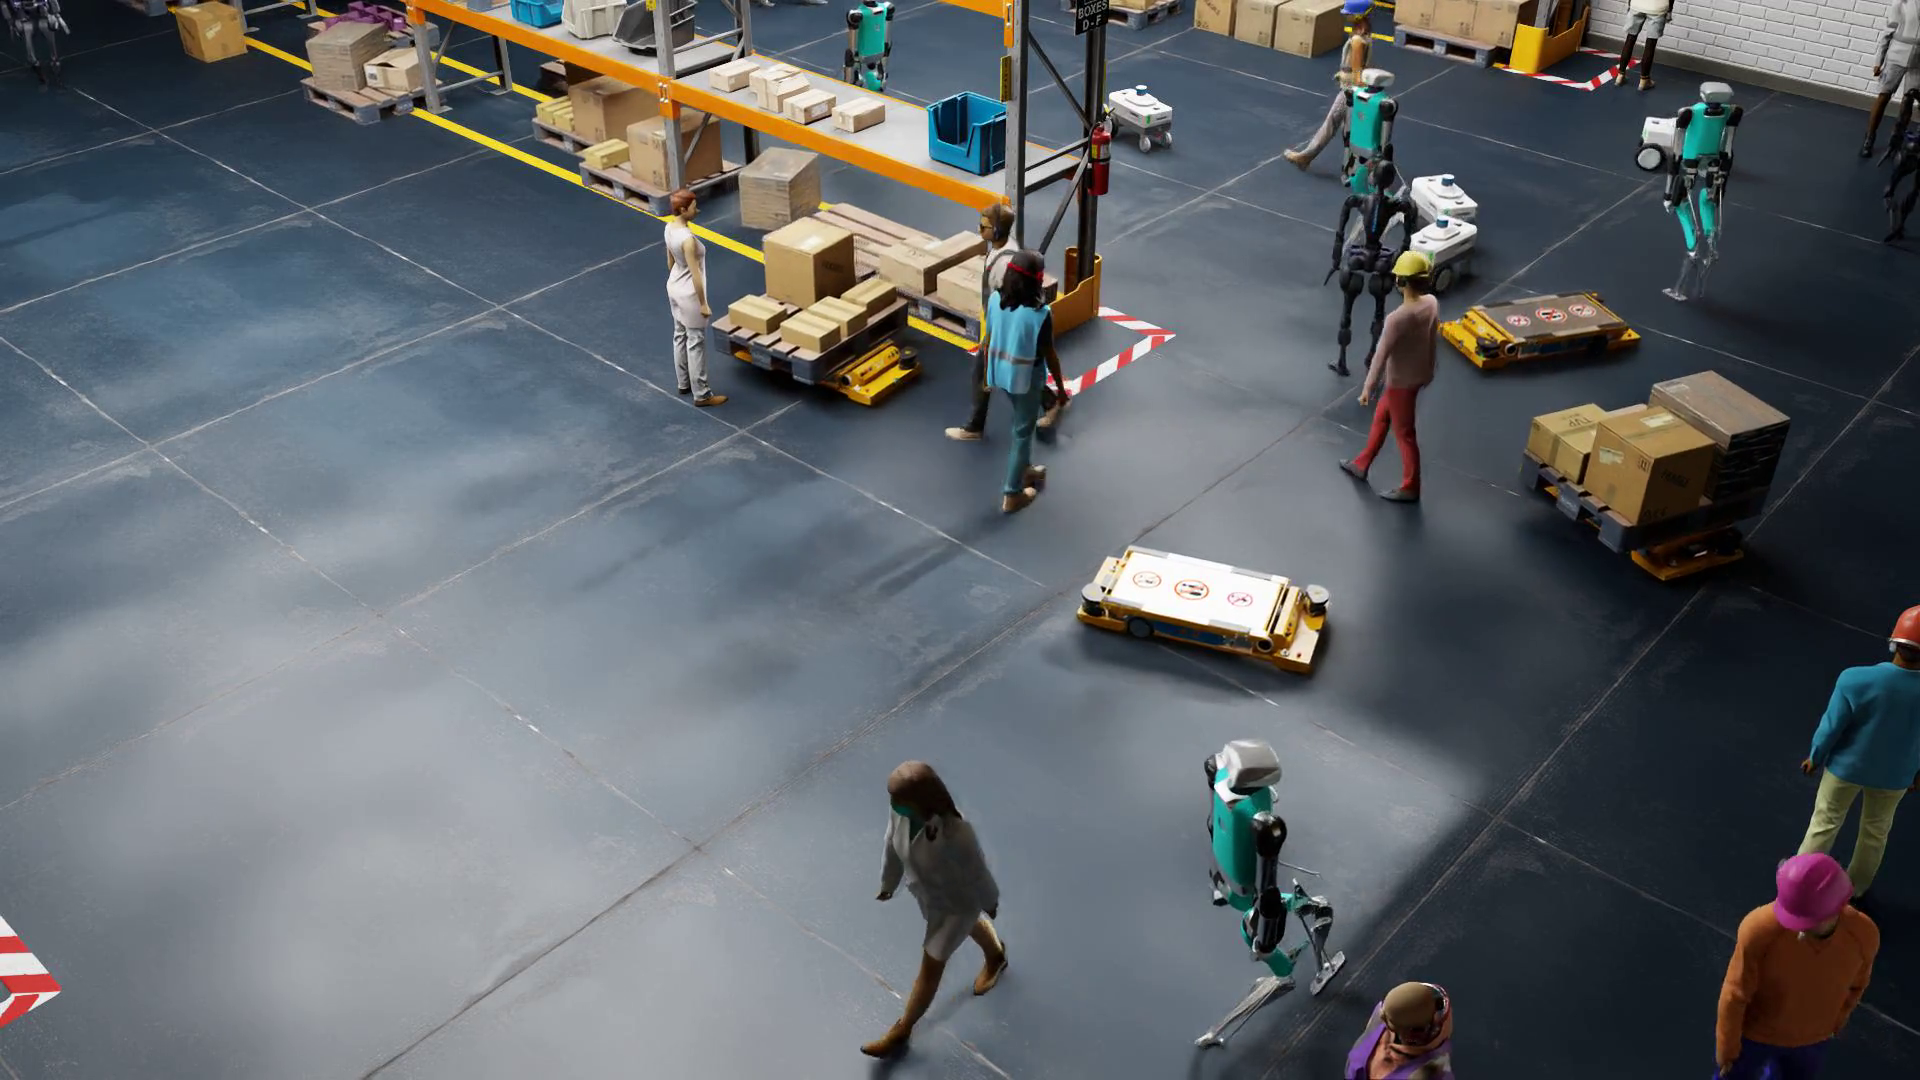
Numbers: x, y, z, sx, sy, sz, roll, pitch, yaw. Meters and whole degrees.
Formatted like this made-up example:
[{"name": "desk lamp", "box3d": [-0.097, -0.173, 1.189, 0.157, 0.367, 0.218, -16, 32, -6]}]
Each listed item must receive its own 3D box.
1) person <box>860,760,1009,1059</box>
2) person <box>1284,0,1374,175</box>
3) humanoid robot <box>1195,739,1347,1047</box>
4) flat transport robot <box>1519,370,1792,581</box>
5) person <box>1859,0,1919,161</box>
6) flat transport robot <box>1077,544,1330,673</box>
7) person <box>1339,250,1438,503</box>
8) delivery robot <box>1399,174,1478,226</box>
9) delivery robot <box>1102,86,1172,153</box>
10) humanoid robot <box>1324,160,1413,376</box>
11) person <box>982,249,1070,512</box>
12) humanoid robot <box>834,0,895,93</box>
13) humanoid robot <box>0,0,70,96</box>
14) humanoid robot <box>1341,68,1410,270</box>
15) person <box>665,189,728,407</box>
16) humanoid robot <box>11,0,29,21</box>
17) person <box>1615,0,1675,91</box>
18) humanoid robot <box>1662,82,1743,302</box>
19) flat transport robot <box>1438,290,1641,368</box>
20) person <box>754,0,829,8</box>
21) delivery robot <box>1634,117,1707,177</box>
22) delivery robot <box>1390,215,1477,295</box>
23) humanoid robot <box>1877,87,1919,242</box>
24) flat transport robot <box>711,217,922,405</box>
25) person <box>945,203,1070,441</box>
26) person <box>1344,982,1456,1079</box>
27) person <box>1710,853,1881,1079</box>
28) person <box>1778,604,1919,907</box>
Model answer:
[{"name": "person", "box3d": [-0.098, 1.562, 7.370, 0.943, 1.586, 0.495, -26, 42, -32]}, {"name": "person", "box3d": [3.638, -4.309, 15.765, 0.934, 1.727, 0.484, 14, 37, 19]}, {"name": "humanoid robot", "box3d": [1.493, 1.536, 7.336, 1.011, 1.773, 0.542, -12, 36, -17]}, {"name": "flat transport robot", "box3d": [4.487, -0.237, 11.154, 0.659, 0.231, 1.431, -14, 37, -19]}, {"name": "person", "box3d": [9.141, -4.626, 16.062, 0.547, 1.923, 0.385, 15, 37, 20]}, {"name": "flat transport robot", "box3d": [1.499, 0.406, 10.222, 1.431, 0.231, 0.659, 12, 36, 17]}, {"name": "person", "box3d": [2.893, -1.085, 11.099, 0.758, 1.715, 0.609, 26, 42, 33]}, {"name": "delivery robot", "box3d": [4.308, -2.974, 14.868, 0.499, 0.595, 0.792, -8, 35, -11]}, {"name": "delivery robot", "box3d": [1.798, -4.278, 16.760, 0.499, 0.599, 0.784, -19, 39, -26]}, {"name": "humanoid robot", "box3d": [3.067, -2.039, 12.536, 0.610, 1.639, 0.438, 8, 35, 11]}, {"name": "person", "box3d": [0.476, -1.078, 10.982, 0.557, 1.845, 0.664, 27, 43, 33]}, {"name": "humanoid robot", "box3d": [-1.002, -4.449, 16.025, 0.532, 1.844, 0.726, -28, 43, -34]}, {"name": "humanoid robot", "box3d": [-9.778, -5.520, 17.574, 0.586, 1.644, 0.359, -13, 37, -18]}, {"name": "humanoid robot", "box3d": [3.543, -3.101, 14.045, 0.679, 1.834, 0.543, -20, 39, -26]}, {"name": "person", "box3d": [-1.968, -1.770, 12.150, 0.283, 1.657, 0.451, -21, 40, -28]}, {"name": "humanoid robot", "box3d": [-11.405, -7.039, 19.766, 0.530, 1.779, 1.002, -15, 37, -20]}, {"name": "person", "box3d": [7.368, -5.676, 17.775, 0.532, 1.697, 0.319, 27, 43, 33]}, {"name": "humanoid robot", "box3d": [6.040, -2.738, 13.527, 0.532, 1.833, 0.697, -3, 35, -5]}, {"name": "flat transport robot", "box3d": [4.621, -1.681, 13.246, 1.431, 0.231, 0.659, -10, 36, -14]}, {"name": "person", "box3d": [-2.122, -7.319, 20.126, 0.895, 1.731, 0.476, 3, 35, 4]}, {"name": "delivery robot", "box3d": [6.968, -3.867, 16.178, 0.796, 0.614, 0.499, 14, 37, 20]}, {"name": "delivery robot", "box3d": [4.041, -2.455, 14.116, 0.783, 0.595, 0.499, -27, 43, -34]}, {"name": "humanoid robot", "box3d": [8.380, -3.365, 14.448, 0.609, 1.636, 0.490, 3, 35, 5]}, {"name": "flat transport robot", "box3d": [-1.058, -1.449, 12.910, 1.431, 0.231, 0.659, 22, 40, 28]}, {"name": "person", "box3d": [0.353, -1.511, 11.646, 0.841, 1.818, 0.515, 1, 35, 2]}, {"name": "person", "box3d": [1.623, 2.256, 6.289, 0.349, 1.690, 0.483, -11, 36, -15]}, {"name": "person", "box3d": [3.324, 1.921, 6.568, 0.736, 1.940, 0.427, 1, 35, 1]}, {"name": "person", "box3d": [4.366, 1.049, 7.987, 0.561, 1.745, 0.336, 9, 36, 12]}]
